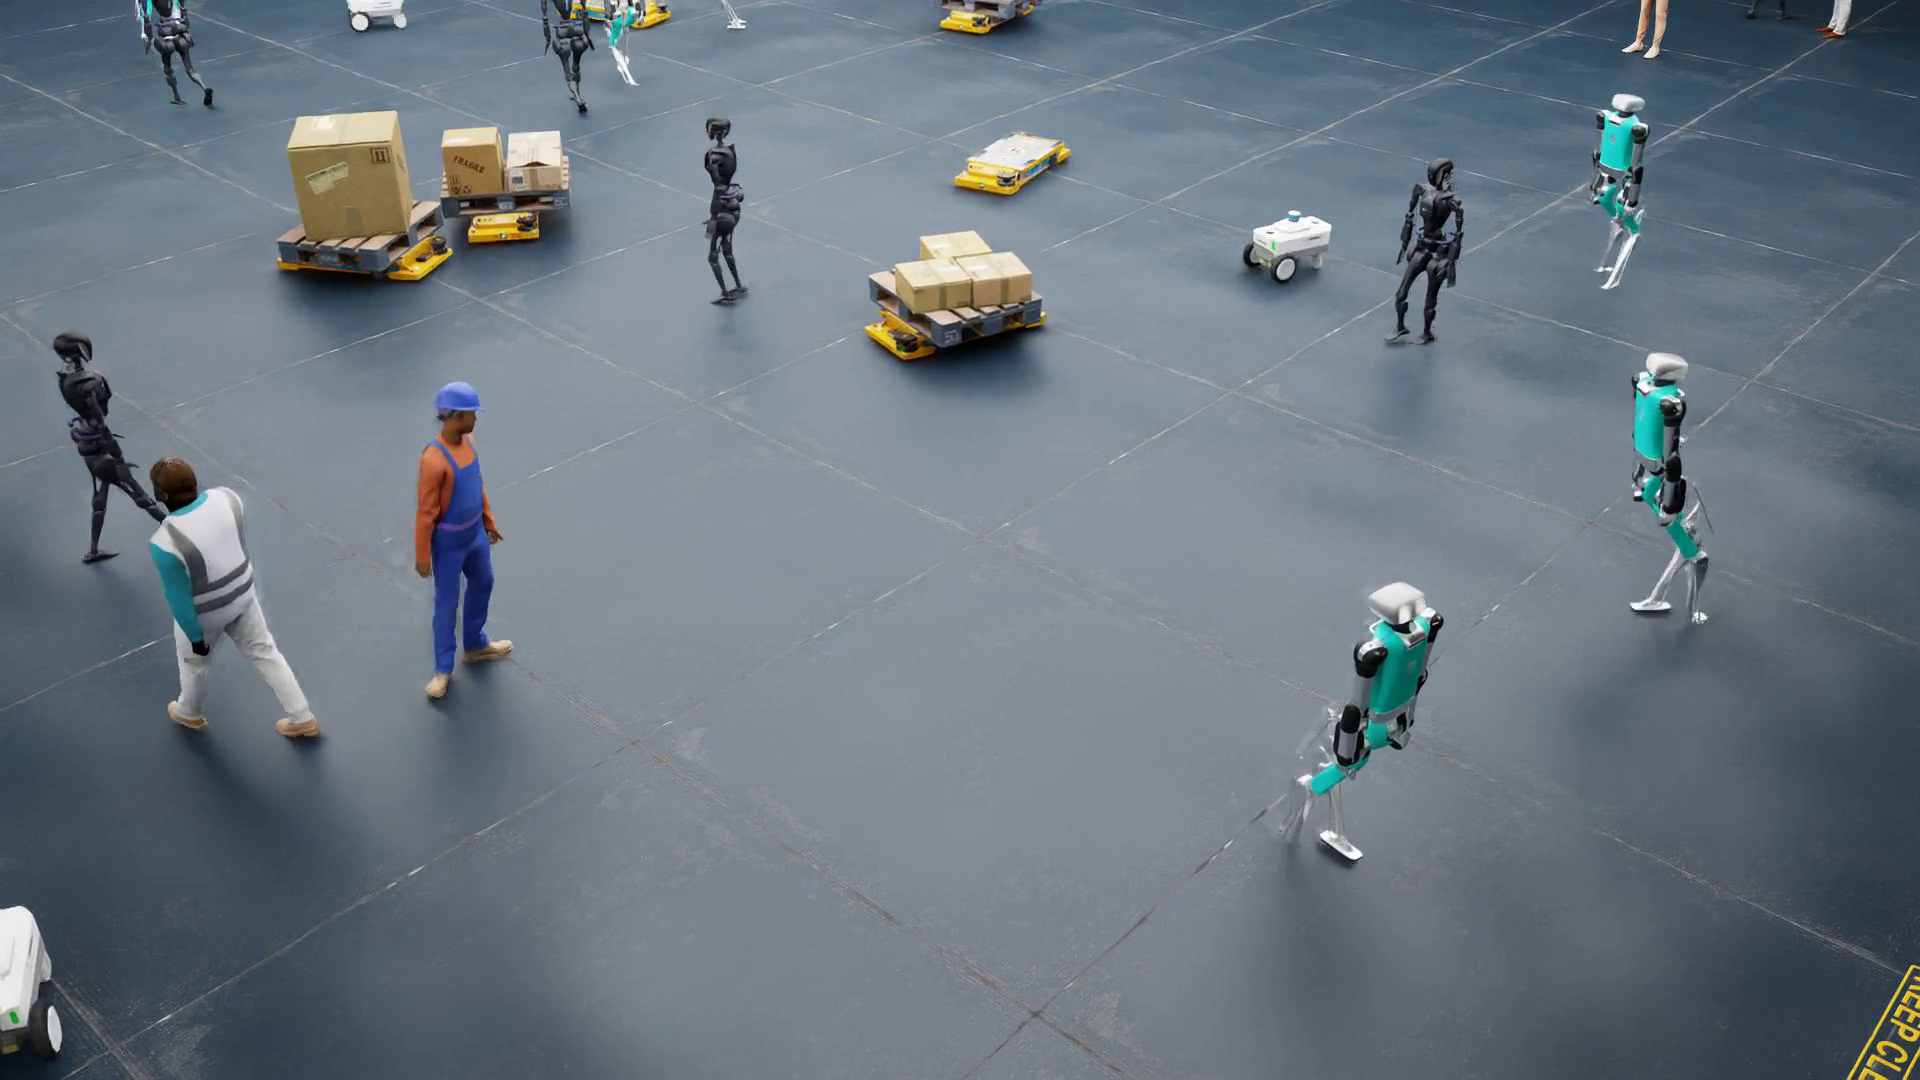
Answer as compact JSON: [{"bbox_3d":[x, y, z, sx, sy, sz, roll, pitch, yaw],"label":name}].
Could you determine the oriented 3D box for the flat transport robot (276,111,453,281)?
[{"bbox_3d":[-5.524,-2.672,15.456,1.431,0.231,0.659,7,32,11],"label":"flat transport robot"}]

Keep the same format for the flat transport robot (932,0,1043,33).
[{"bbox_3d":[0.370,-7.230,22.796,0.659,0.231,1.431,17,36,26],"label":"flat transport robot"}]

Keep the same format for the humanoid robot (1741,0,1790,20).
[{"bbox_3d":[11.096,-7.841,22.487,0.714,1.633,0.611,-11,34,-17],"label":"humanoid robot"}]

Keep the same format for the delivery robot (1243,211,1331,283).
[{"bbox_3d":[3.012,-2.719,15.260,0.764,0.592,0.522,-16,35,-24],"label":"delivery robot"}]

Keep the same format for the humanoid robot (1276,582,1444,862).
[{"bbox_3d":[1.928,0.951,8.347,0.549,1.905,0.717,-22,38,-31],"label":"humanoid robot"}]

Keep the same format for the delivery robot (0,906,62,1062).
[{"bbox_3d":[-4.408,2.042,7.574,0.499,0.572,0.747,-11,33,-17],"label":"delivery robot"}]

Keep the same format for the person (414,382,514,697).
[{"bbox_3d":[-2.952,0.021,9.614,0.410,1.867,0.720,10,33,16],"label":"person"}]

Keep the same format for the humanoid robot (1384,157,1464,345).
[{"bbox_3d":[3.828,-2.339,13.596,0.536,1.644,0.613,-21,38,-30],"label":"humanoid robot"}]

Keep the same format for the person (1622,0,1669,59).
[{"bbox_3d":[8.824,-7.056,20.995,0.347,1.874,0.516,-19,36,-27],"label":"person"}]

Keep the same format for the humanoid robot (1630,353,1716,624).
[{"bbox_3d":[4.475,-0.282,10.300,0.827,1.850,0.617,-2,32,-3],"label":"humanoid robot"}]

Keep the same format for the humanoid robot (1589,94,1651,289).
[{"bbox_3d":[5.965,-3.099,14.790,0.803,1.803,0.530,-16,35,-23],"label":"humanoid robot"}]

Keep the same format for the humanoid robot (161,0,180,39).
[{"bbox_3d":[-10.268,-7.282,21.484,0.556,1.738,0.873,-22,38,-31],"label":"humanoid robot"}]

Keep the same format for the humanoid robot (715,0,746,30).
[{"bbox_3d":[-3.077,-7.689,22.081,0.721,1.721,0.530,-1,32,-2],"label":"humanoid robot"}]

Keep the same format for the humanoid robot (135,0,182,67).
[{"bbox_3d":[-9.991,-6.693,20.610,0.530,1.824,0.747,-9,33,-13],"label":"humanoid robot"}]

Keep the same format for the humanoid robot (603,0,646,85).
[{"bbox_3d":[-4.141,-6.483,20.246,0.561,1.755,0.991,-15,35,-22],"label":"humanoid robot"}]

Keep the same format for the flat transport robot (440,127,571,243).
[{"bbox_3d":[-4.456,-3.301,16.470,0.659,0.231,1.431,-6,32,-10],"label":"flat transport robot"}]

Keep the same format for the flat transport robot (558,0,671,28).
[{"bbox_3d":[-4.762,-7.289,22.891,1.431,0.231,0.659,15,35,22],"label":"flat transport robot"}]

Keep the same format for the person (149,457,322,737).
[{"bbox_3d":[-4.110,0.343,9.171,0.967,1.792,0.607,15,35,23],"label":"person"}]

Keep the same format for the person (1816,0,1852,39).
[{"bbox_3d":[11.639,-7.527,21.813,0.369,1.823,0.495,6,32,10],"label":"person"}]

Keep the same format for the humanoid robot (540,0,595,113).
[{"bbox_3d":[-4.486,-5.798,19.194,0.586,1.636,0.703,-18,36,-26],"label":"humanoid robot"}]

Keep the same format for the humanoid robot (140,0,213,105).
[{"bbox_3d":[-9.102,-5.833,19.235,0.660,1.637,0.584,19,37,28],"label":"humanoid robot"}]

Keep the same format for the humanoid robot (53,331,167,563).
[{"bbox_3d":[-5.560,-0.648,10.901,0.773,1.627,0.610,-20,37,-29],"label":"humanoid robot"}]

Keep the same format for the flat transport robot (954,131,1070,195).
[{"bbox_3d":[0.565,-3.994,17.585,0.659,0.231,1.431,16,35,24],"label":"flat transport robot"}]

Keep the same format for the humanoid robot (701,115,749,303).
[{"bbox_3d":[-2.066,-2.888,14.466,0.348,1.653,0.596,3,32,5],"label":"humanoid robot"}]

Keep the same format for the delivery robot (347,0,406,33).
[{"bbox_3d":[-7.919,-7.186,22.454,0.770,0.595,0.499,-11,33,-17],"label":"delivery robot"}]

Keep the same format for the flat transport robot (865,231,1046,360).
[{"bbox_3d":[-0.031,-1.879,14.179,1.431,0.231,0.659,-19,36,-27],"label":"flat transport robot"}]
